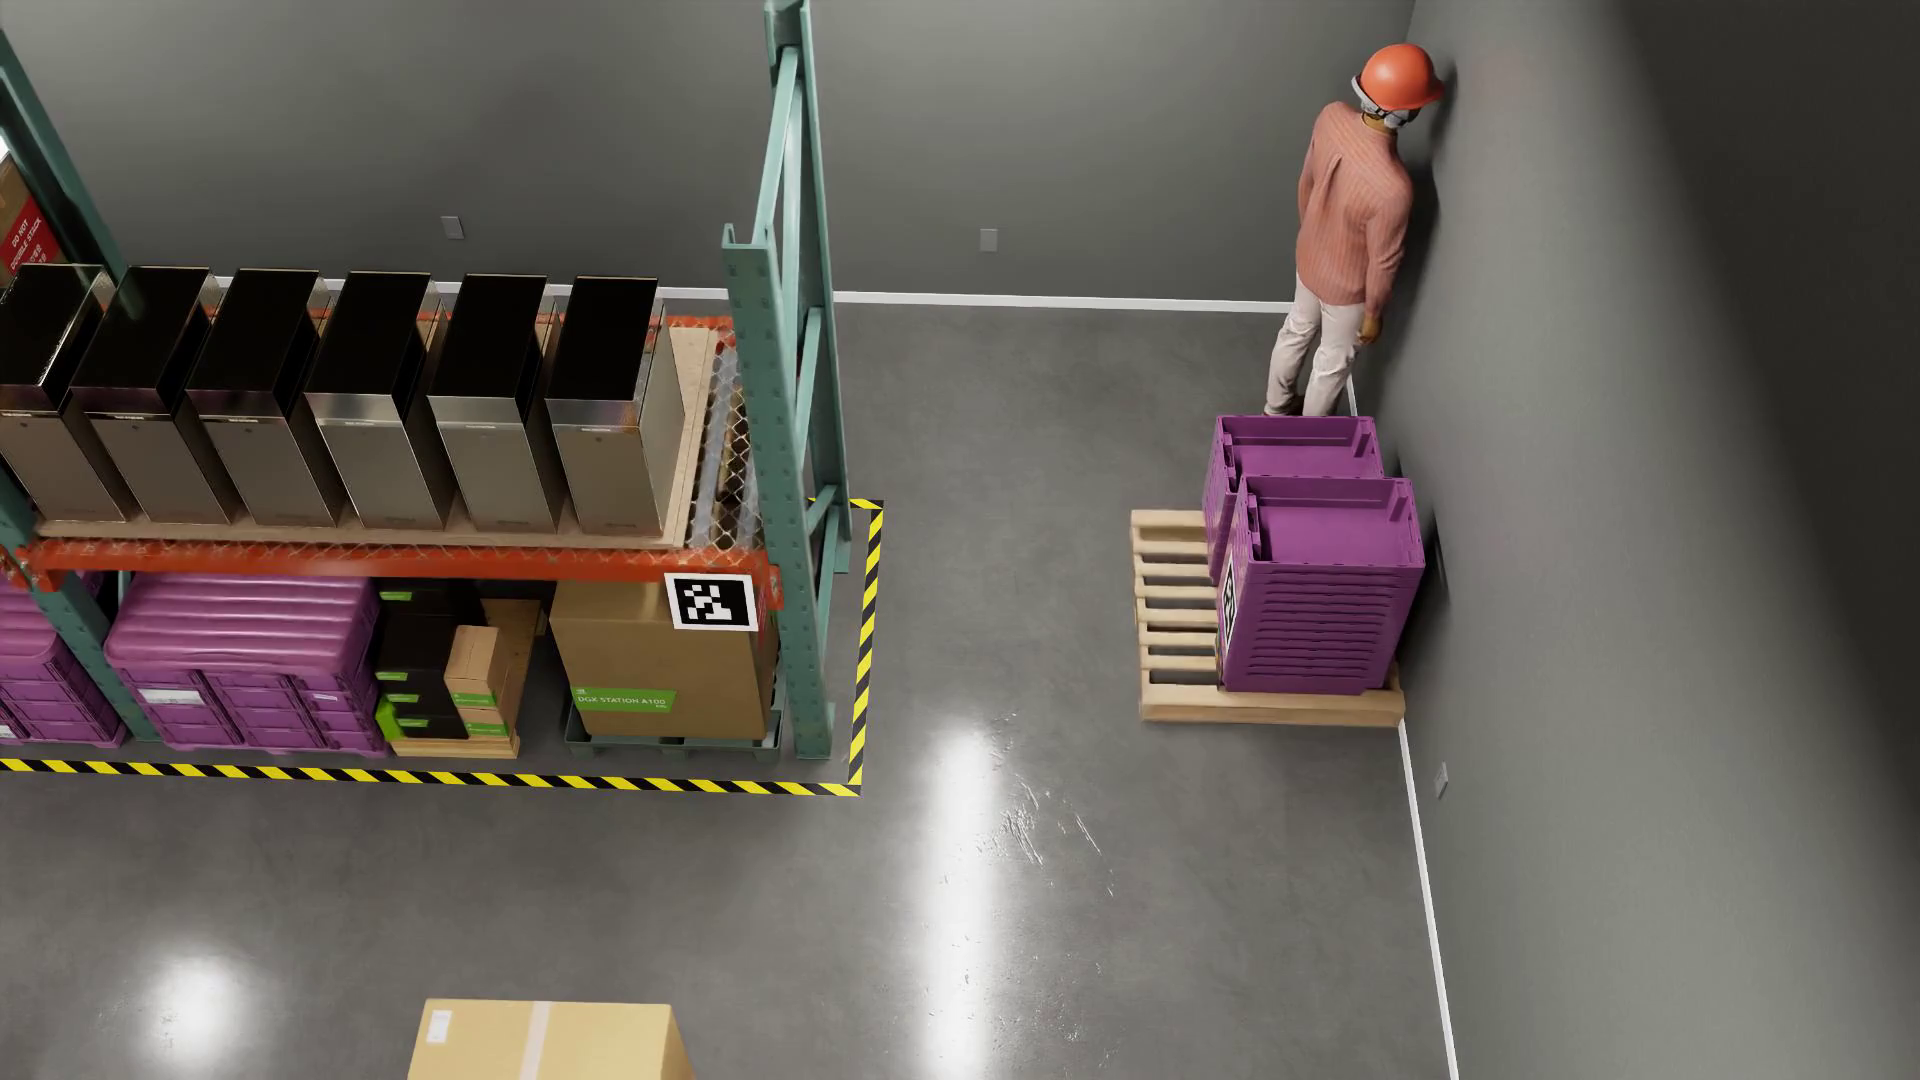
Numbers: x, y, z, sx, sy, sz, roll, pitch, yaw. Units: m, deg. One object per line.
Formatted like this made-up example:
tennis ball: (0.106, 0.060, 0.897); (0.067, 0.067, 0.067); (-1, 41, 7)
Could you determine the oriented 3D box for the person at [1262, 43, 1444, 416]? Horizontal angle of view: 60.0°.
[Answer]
person: (1.511, -1.071, 6.500); (0.395, 1.994, 0.612); (-16, 54, -12)
